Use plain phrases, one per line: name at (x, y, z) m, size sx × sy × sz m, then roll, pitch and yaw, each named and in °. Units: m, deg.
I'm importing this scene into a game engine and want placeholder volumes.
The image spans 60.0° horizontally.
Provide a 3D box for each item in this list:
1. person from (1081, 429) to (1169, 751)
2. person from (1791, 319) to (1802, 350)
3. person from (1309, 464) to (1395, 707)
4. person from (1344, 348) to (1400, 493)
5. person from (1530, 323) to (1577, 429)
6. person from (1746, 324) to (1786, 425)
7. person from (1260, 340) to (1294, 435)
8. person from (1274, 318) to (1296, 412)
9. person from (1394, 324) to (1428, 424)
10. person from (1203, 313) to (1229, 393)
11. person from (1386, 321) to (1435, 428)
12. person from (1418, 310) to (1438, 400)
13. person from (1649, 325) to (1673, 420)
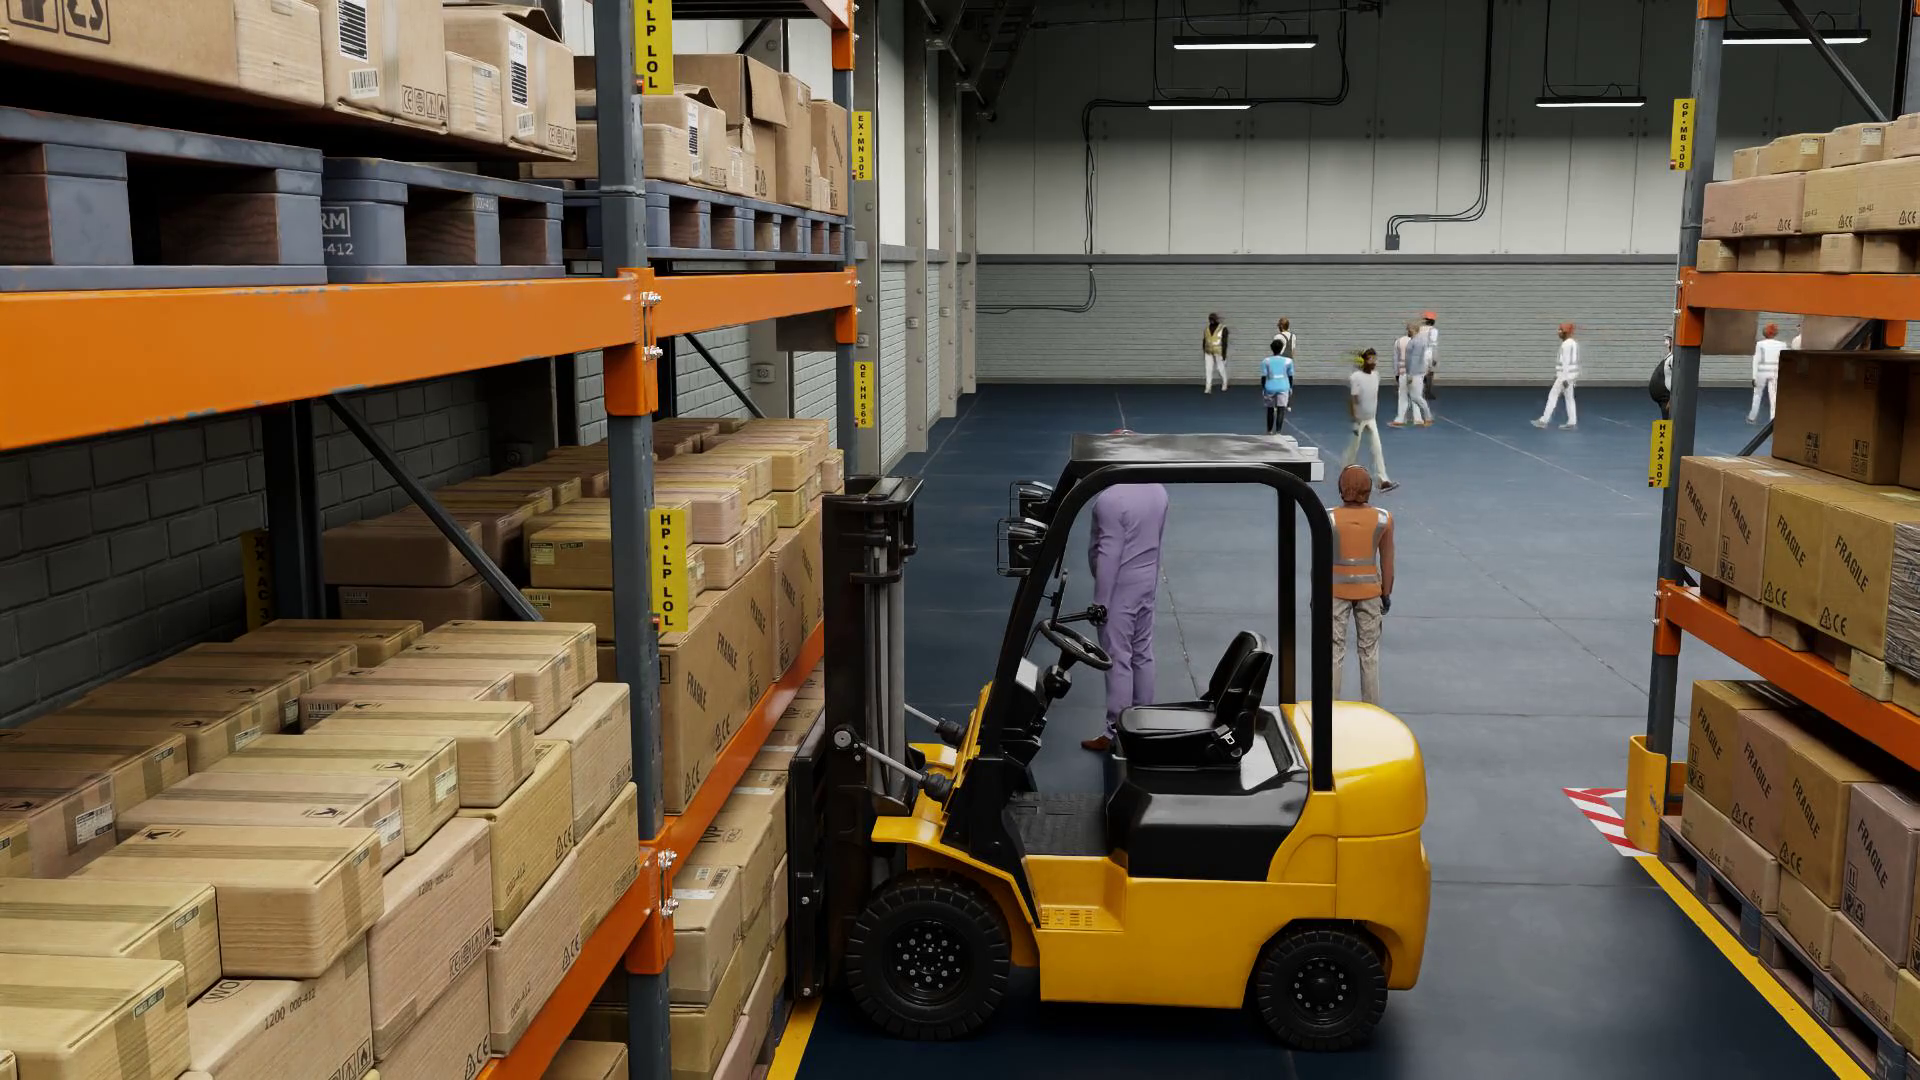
person at (0.954, 0.299, 9.835) m, size 0.409 × 1.906 × 0.652 m, roll 7°, pitch 12°, yaw 36°
person at (15.455, -3.088, 30.435) m, size 0.650 × 1.893 × 0.561 m, roll -3°, pitch 10°, yaw -20°
person at (2.431, 0.352, 10.328) m, size 0.523 × 1.638 × 0.306 m, roll 0°, pitch 9°, yaw 0°
person at (5.156, -1.498, 20.978) m, size 0.562 × 1.817 × 0.963 m, roll -5°, pitch 10°, yaw -26°
person at (10.476, -2.866, 29.194) m, size 0.823 × 1.854 × 0.587 m, roll 6°, pitch 11°, yaw 32°
person at (14.343, -2.915, 29.546) m, size 0.600 × 1.829 × 1.008 m, roll 1°, pitch 9°, yaw 3°
person at (5.208, -2.464, 27.343) m, size 0.533 × 1.643 × 0.888 m, roll 2°, pitch 10°, yaw 12°
person at (6.324, -3.418, 32.546) m, size 0.508 × 1.847 × 0.345 m, roll -6°, pitch 11°, yaw -31°
person at (8.171, -3.009, 30.103) m, size 0.621 × 1.837 × 0.429 m, roll 7°, pitch 12°, yaw 37°
person at (5.764, -4.215, 37.468) m, size 0.629 × 1.818 × 0.719 m, roll 6°, pitch 11°, yaw 31°
person at (7.976, -2.908, 29.340) m, size 0.822 × 1.890 × 0.641 m, roll -1°, pitch 9°, yaw -7°
person at (9.913, -3.928, 35.415) m, size 0.601 × 1.917 × 0.556 m, roll -5°, pitch 11°, yaw -30°
person at (10.052, -2.036, 23.579) m, size 0.537 × 2.000 × 0.682 m, roll 4°, pitch 10°, yaw 22°
